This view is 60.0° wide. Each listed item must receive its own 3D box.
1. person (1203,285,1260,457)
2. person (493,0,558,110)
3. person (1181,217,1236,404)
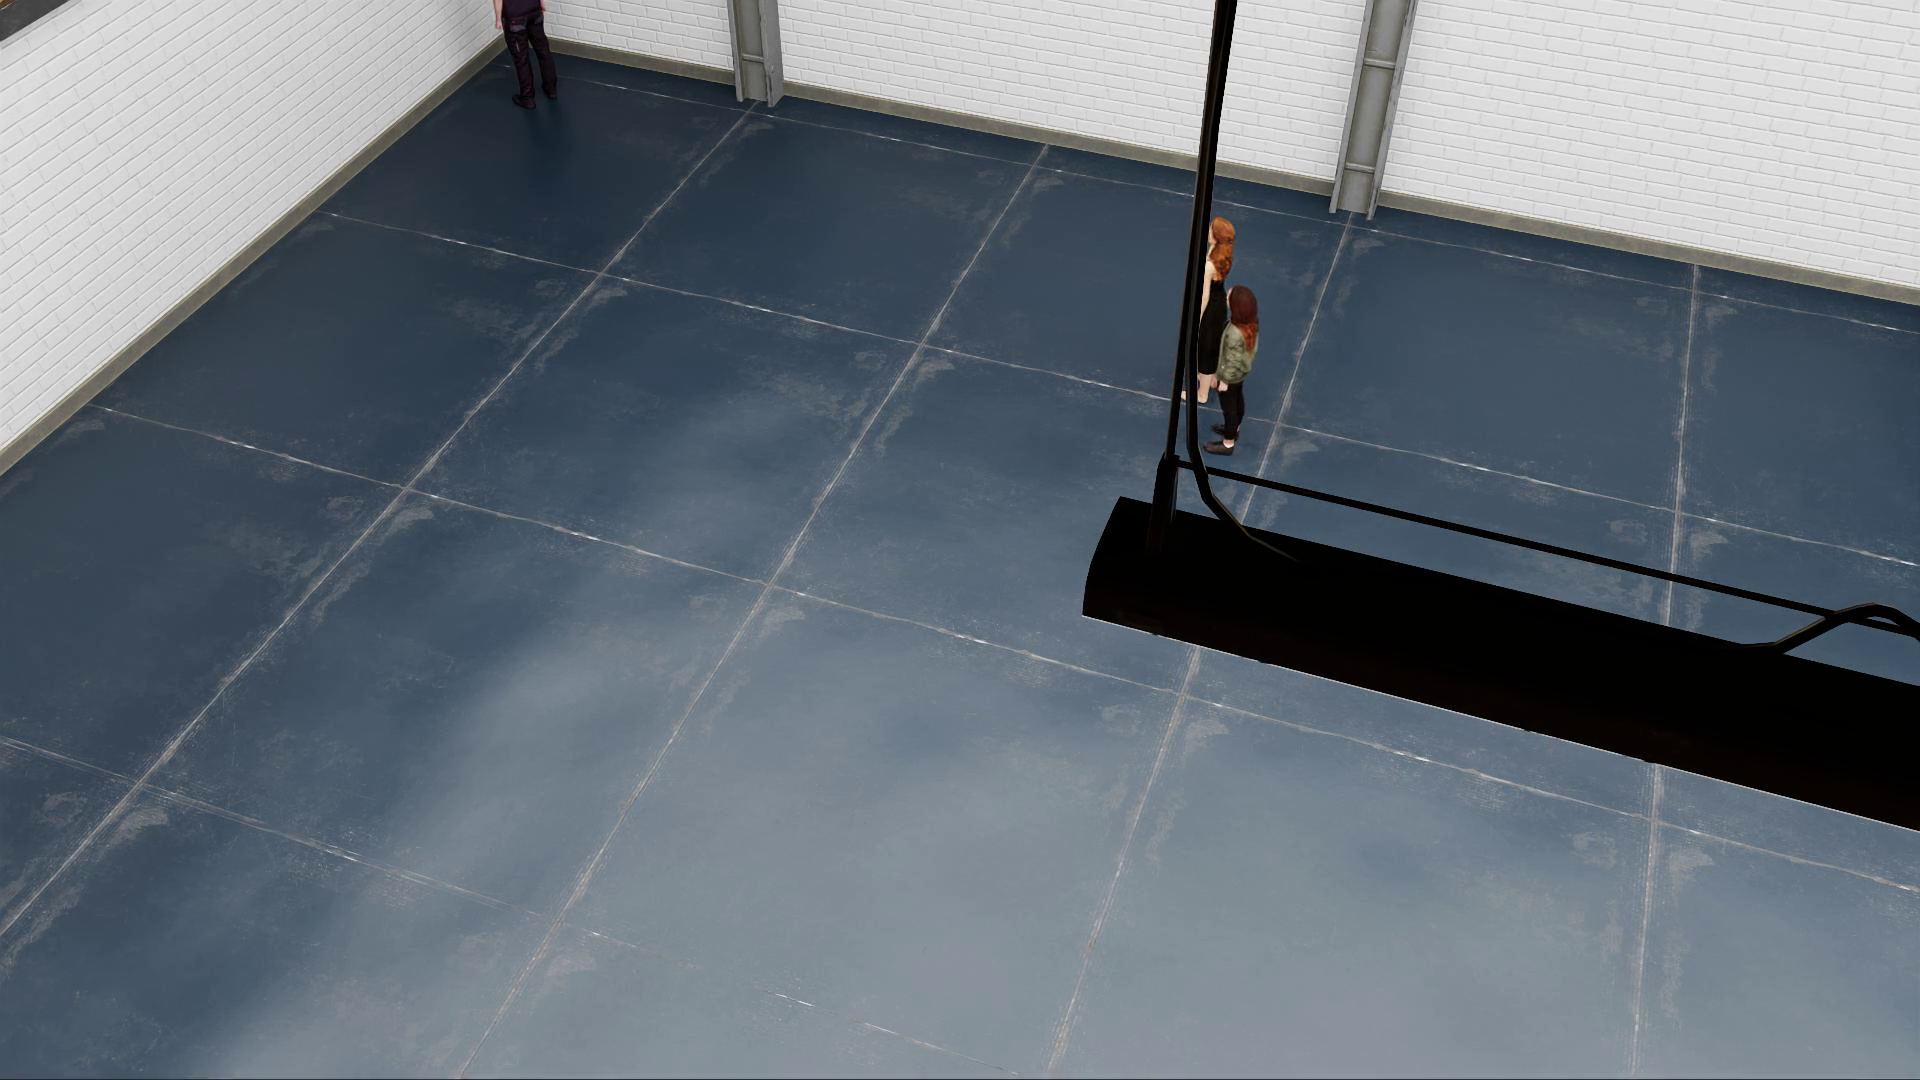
[{"bbox_3d":[2.045,-1.271,12.367,0.515,1.475,0.584,17,46,17],"label":"person"},{"bbox_3d":[-4.246,-5.105,16.123,0.799,1.846,0.763,-34,53,-30],"label":"person"},{"bbox_3d":[1.921,-1.766,12.778,0.612,1.624,0.615,22,48,21],"label":"person"}]
